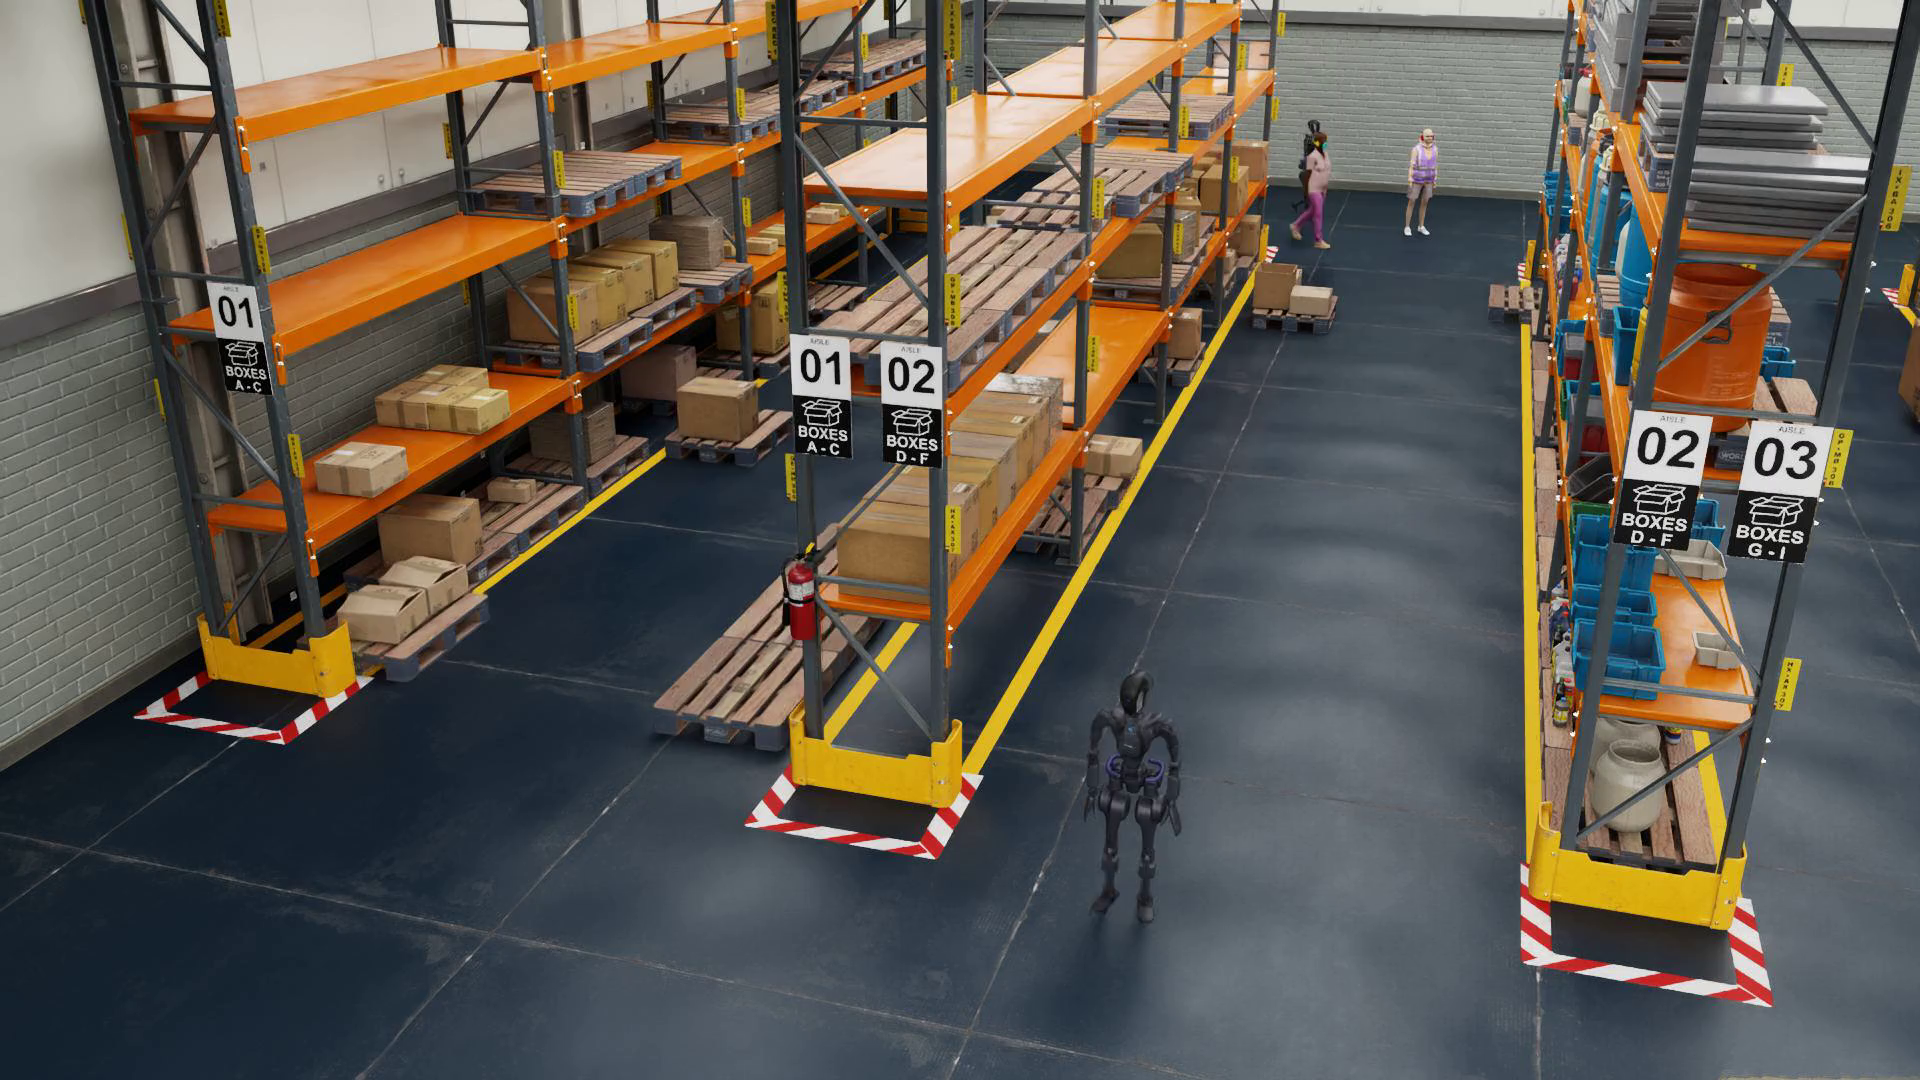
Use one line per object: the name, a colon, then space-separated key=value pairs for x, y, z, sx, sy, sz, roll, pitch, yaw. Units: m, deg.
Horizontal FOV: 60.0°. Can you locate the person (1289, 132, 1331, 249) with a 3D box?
person: x=5.524 y=-5.494 z=26.016 sx=0.523 sy=1.775 sz=0.816 roll=-21 pitch=31 yaw=-40

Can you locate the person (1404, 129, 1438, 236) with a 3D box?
person: x=7.413 y=-5.743 z=26.689 sx=0.484 sy=1.694 sz=0.347 roll=-5 pitch=24 yaw=-11

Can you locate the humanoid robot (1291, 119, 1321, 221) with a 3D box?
humanoid robot: x=5.762 y=-6.181 z=27.728 sx=0.495 sy=1.638 sz=0.600 roll=15 pitch=27 yaw=31

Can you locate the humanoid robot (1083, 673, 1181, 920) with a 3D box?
humanoid robot: x=1.026 y=1.516 z=9.875 sx=0.609 sy=1.651 sz=0.336 roll=7 pitch=24 yaw=17
